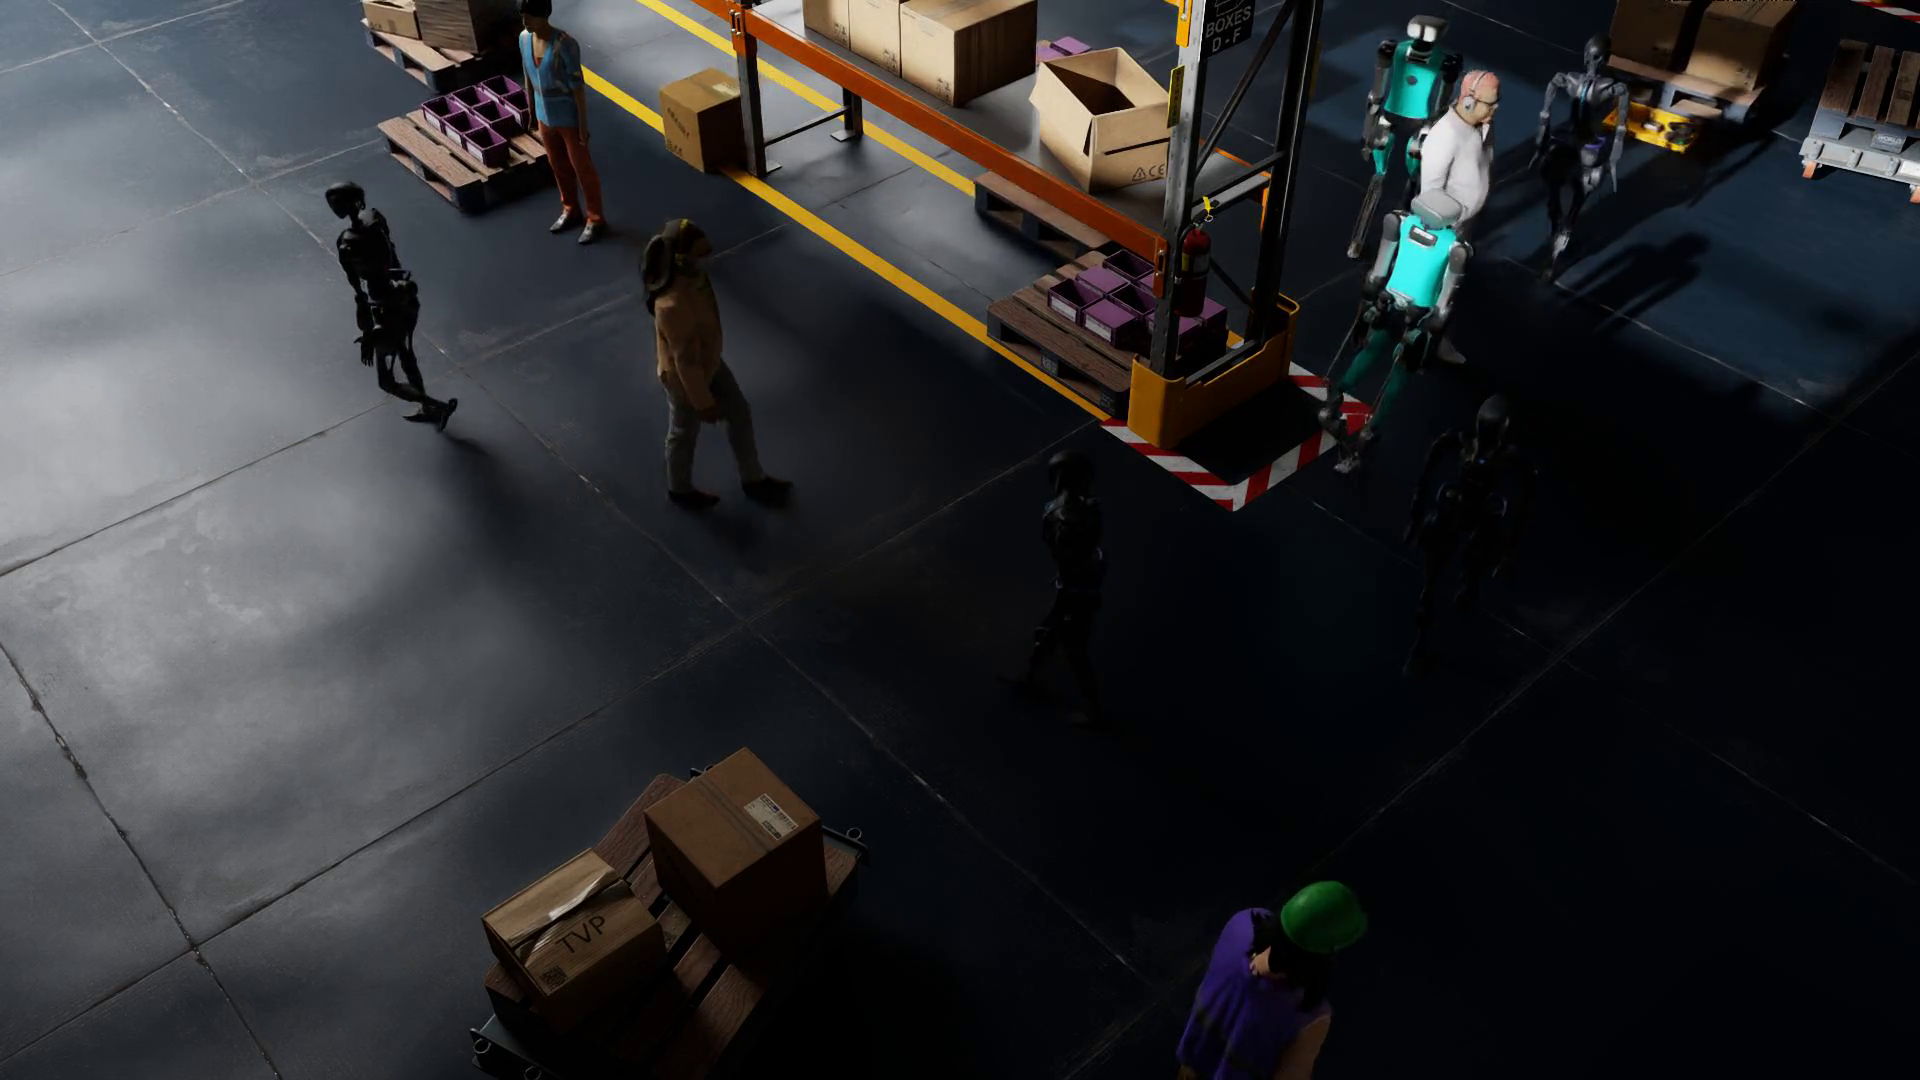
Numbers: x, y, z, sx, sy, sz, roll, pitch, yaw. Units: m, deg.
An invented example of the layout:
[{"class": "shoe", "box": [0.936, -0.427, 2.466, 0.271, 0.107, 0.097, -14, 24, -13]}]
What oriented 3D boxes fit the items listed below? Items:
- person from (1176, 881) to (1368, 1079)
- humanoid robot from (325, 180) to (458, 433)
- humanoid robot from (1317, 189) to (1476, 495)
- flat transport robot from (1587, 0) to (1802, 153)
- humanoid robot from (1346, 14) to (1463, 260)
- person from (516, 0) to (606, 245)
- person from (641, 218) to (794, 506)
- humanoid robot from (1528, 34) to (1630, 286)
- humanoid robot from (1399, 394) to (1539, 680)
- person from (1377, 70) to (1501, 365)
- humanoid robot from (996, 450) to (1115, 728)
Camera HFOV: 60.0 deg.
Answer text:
[{"class": "person", "box": [0.996, 1.855, 5.904, 0.710, 1.869, 0.543, -21, 47, -21]}, {"class": "humanoid robot", "box": [-3.204, -1.310, 9.472, 0.441, 1.645, 0.608, 4, 43, 4]}, {"class": "humanoid robot", "box": [2.294, -0.973, 9.153, 0.546, 1.883, 0.759, 34, 52, 31]}, {"class": "flat transport robot", "box": [5.538, -3.425, 12.820, 0.659, 0.231, 1.431, 27, 49, 26]}, {"class": "humanoid robot", "box": [2.960, -2.692, 11.005, 0.545, 1.850, 0.818, 16, 45, 17]}, {"class": "person", "box": [-2.669, -2.819, 11.061, 0.499, 1.759, 0.332, 21, 46, 21]}, {"class": "person", "box": [-1.299, -0.892, 8.896, 0.822, 1.844, 0.600, 5, 43, 6]}, {"class": "humanoid robot", "box": [4.027, -2.515, 10.811, 0.594, 1.621, 0.763, 21, 47, 21]}, {"class": "humanoid robot", "box": [2.500, -0.097, 8.179, 0.591, 1.633, 0.698, 18, 45, 18]}, {"class": "person", "box": [2.921, -1.992, 10.069, 0.727, 1.886, 0.657, 28, 50, 27]}, {"class": "humanoid robot", "box": [0.464, 0.253, 7.791, 0.645, 1.637, 0.589, 7, 43, 7]}]
